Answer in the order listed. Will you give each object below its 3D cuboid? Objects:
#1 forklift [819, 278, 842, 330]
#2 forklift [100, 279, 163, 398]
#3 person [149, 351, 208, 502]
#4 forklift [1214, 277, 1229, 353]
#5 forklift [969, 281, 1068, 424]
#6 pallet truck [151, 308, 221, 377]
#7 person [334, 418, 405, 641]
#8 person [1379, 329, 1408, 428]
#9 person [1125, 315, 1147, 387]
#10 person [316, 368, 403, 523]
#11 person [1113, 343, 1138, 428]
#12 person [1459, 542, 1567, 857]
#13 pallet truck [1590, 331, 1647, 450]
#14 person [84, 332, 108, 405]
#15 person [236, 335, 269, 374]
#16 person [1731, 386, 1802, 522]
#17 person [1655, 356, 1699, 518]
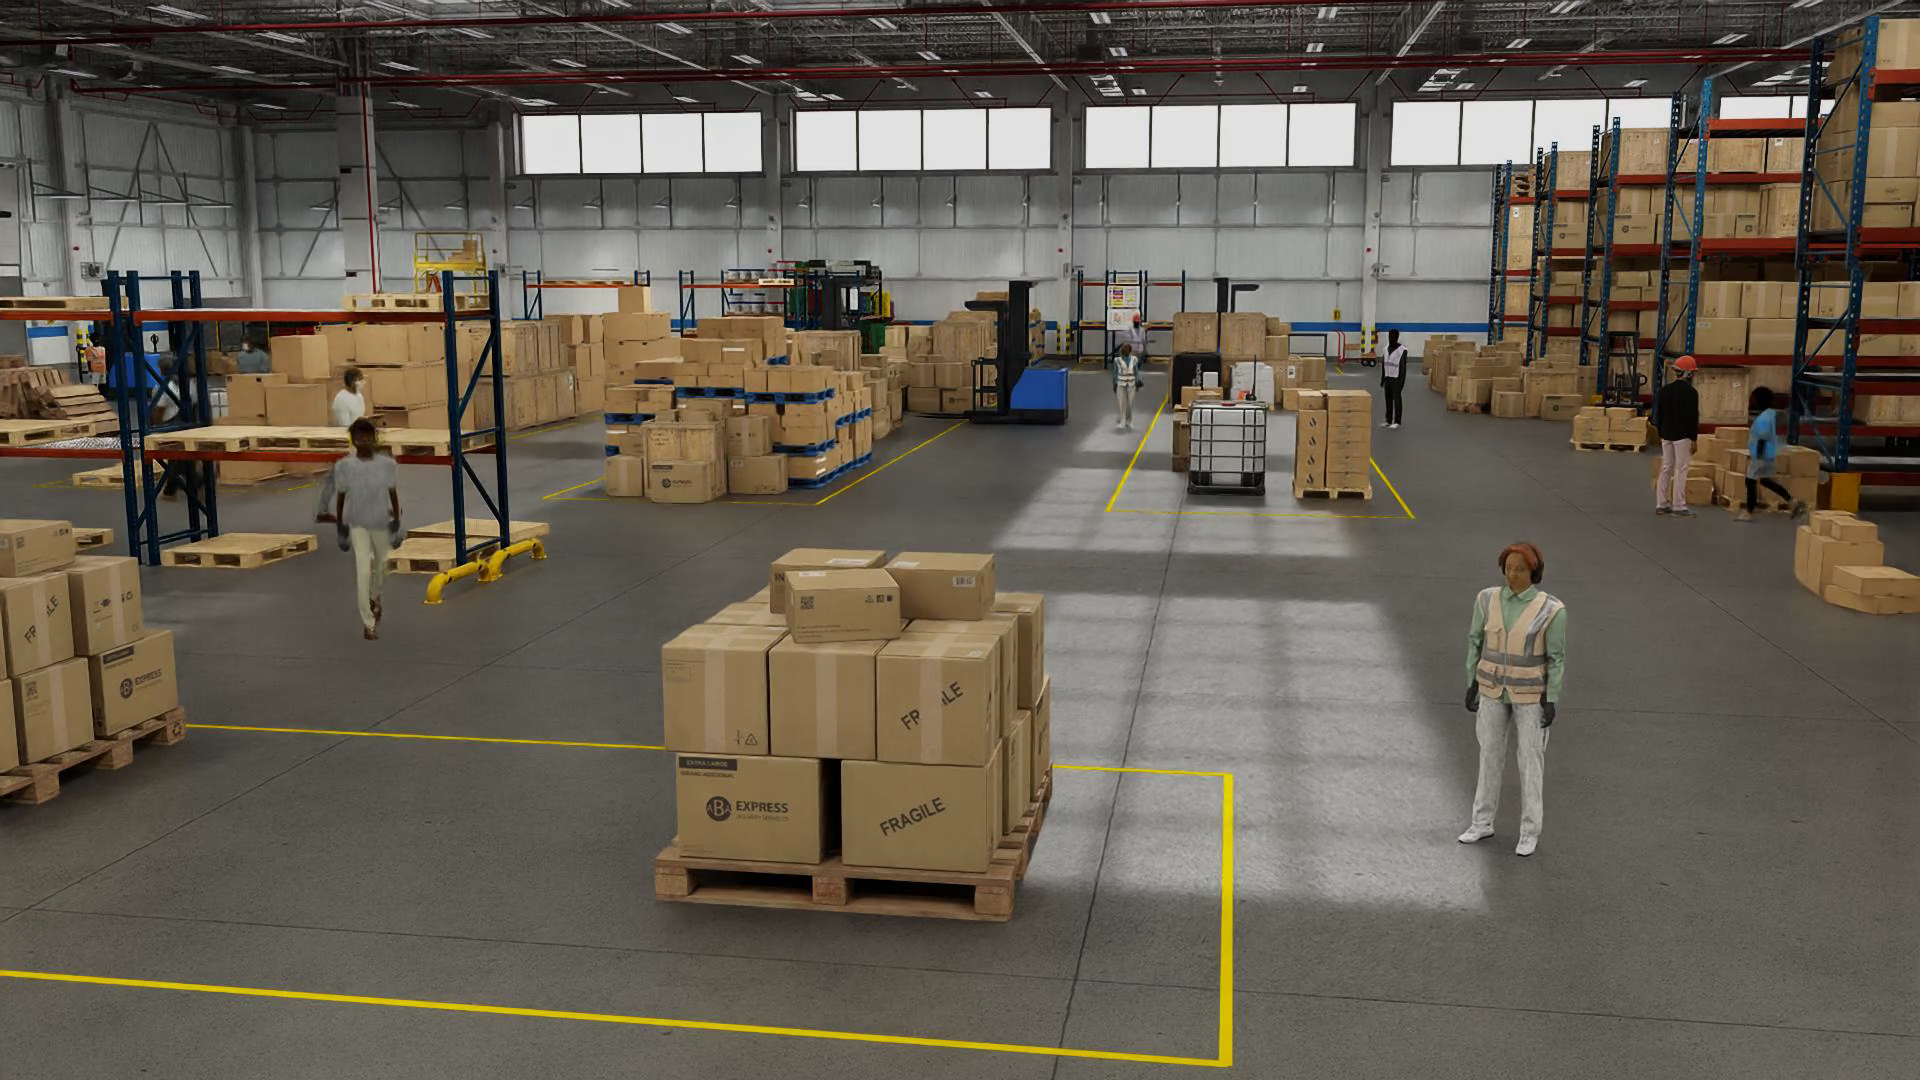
[{"bbox_3d":[-3.270,-5.243,42.251,1.873,2.768,1.129,1,9,9],"label":"forklift"},{"bbox_3d":[-19.606,-4.720,39.027,1.873,2.768,1.129,1,9,9],"label":"forklift"},{"bbox_3d":[-10.168,-1.483,21.645,0.929,2.000,0.688,2,9,12],"label":"person"},{"bbox_3d":[7.608,-6.240,48.397,1.873,2.768,1.129,1,9,9],"label":"forklift"},{"bbox_3d":[1.194,-3.753,33.059,1.873,2.768,1.129,1,9,9],"label":"forklift"},{"bbox_3d":[-21.869,-5.598,47.154,0.823,1.965,1.885,4,10,26],"label":"pallet truck"},{"bbox_3d":[-4.926,-0.121,13.868,0.530,1.844,0.722,-5,10,-27],"label":"person"},{"bbox_3d":[8.374,-3.110,32.092,0.397,1.911,0.587,-5,11,-30],"label":"person"},{"bbox_3d":[4.602,-4.942,43.467,0.558,1.890,0.977,-4,10,-21],"label":"person"},{"bbox_3d":[-7.295,-1.123,19.943,1.033,1.877,0.659,1,9,7],"label":"person"},{"bbox_3d":[3.195,-2.986,32.159,0.521,1.641,0.312,-3,10,-15],"label":"person"},{"bbox_3d":[2.889,0.816,8.690,0.514,1.643,0.307,8,12,40],"label":"person"},{"bbox_3d":[11.253,-2.573,28.499,0.823,1.965,1.885,5,10,27],"label":"pallet truck"},{"bbox_3d":[-18.708,-3.651,36.074,0.315,1.696,0.540,2,9,14],"label":"person"},{"bbox_3d":[-12.479,-2.654,29.286,0.644,1.895,0.928,0,9,1],"label":"person"},{"bbox_3d":[9.681,-1.008,19.875,0.690,1.668,0.544,7,11,36],"label":"person"},{"bbox_3d":[8.855,-1.270,20.467,0.391,1.992,0.623,-3,10,-19],"label":"person"}]
